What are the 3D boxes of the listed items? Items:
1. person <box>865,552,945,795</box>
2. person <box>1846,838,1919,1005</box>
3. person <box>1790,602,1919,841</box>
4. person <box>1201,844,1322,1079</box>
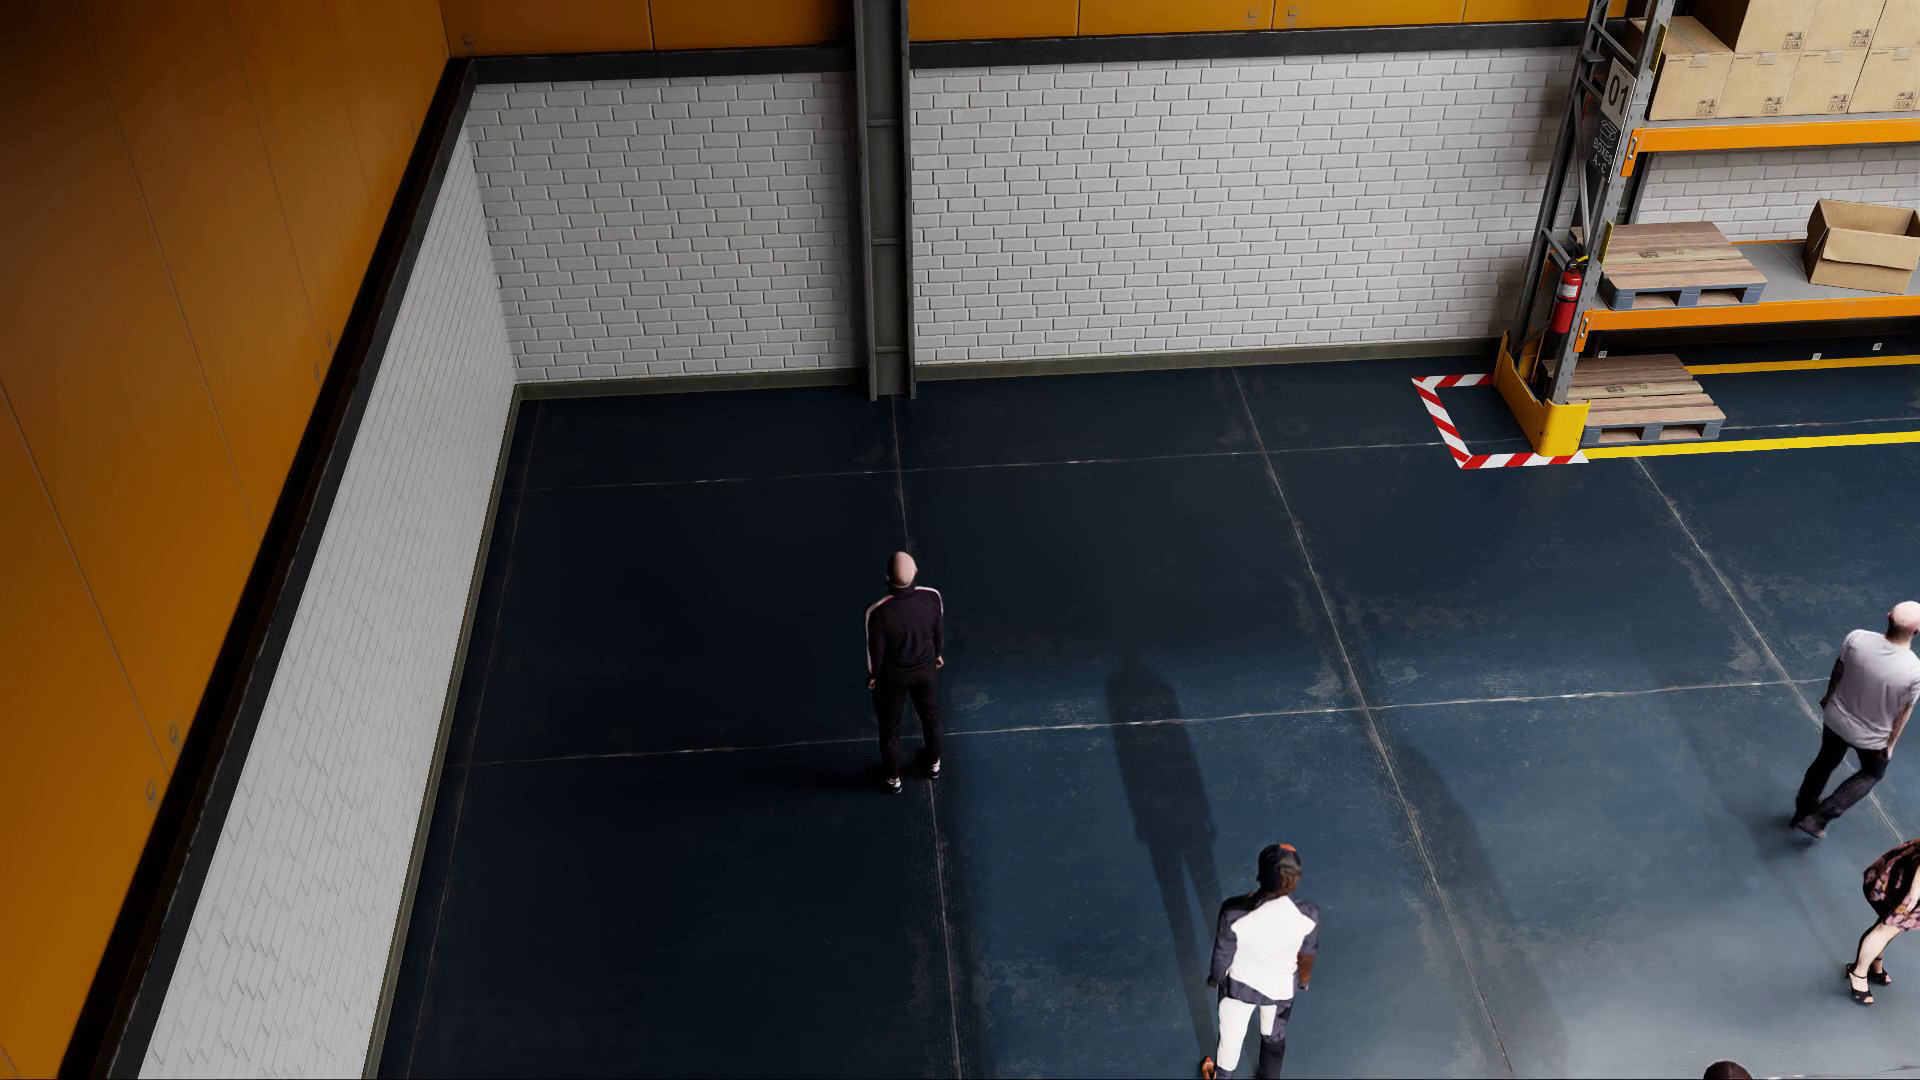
[{"bbox_3d":[-0.330,0.816,10.227,0.646,1.837,0.802,-17,42,-20],"label":"person"},{"bbox_3d":[5.205,1.844,8.992,0.774,1.774,0.854,-24,45,-27],"label":"person"},{"bbox_3d":[5.259,1.135,9.843,0.859,1.819,0.816,-21,43,-24],"label":"person"},{"bbox_3d":[1.515,2.224,8.420,0.545,1.893,0.752,0,39,0],"label":"person"}]
